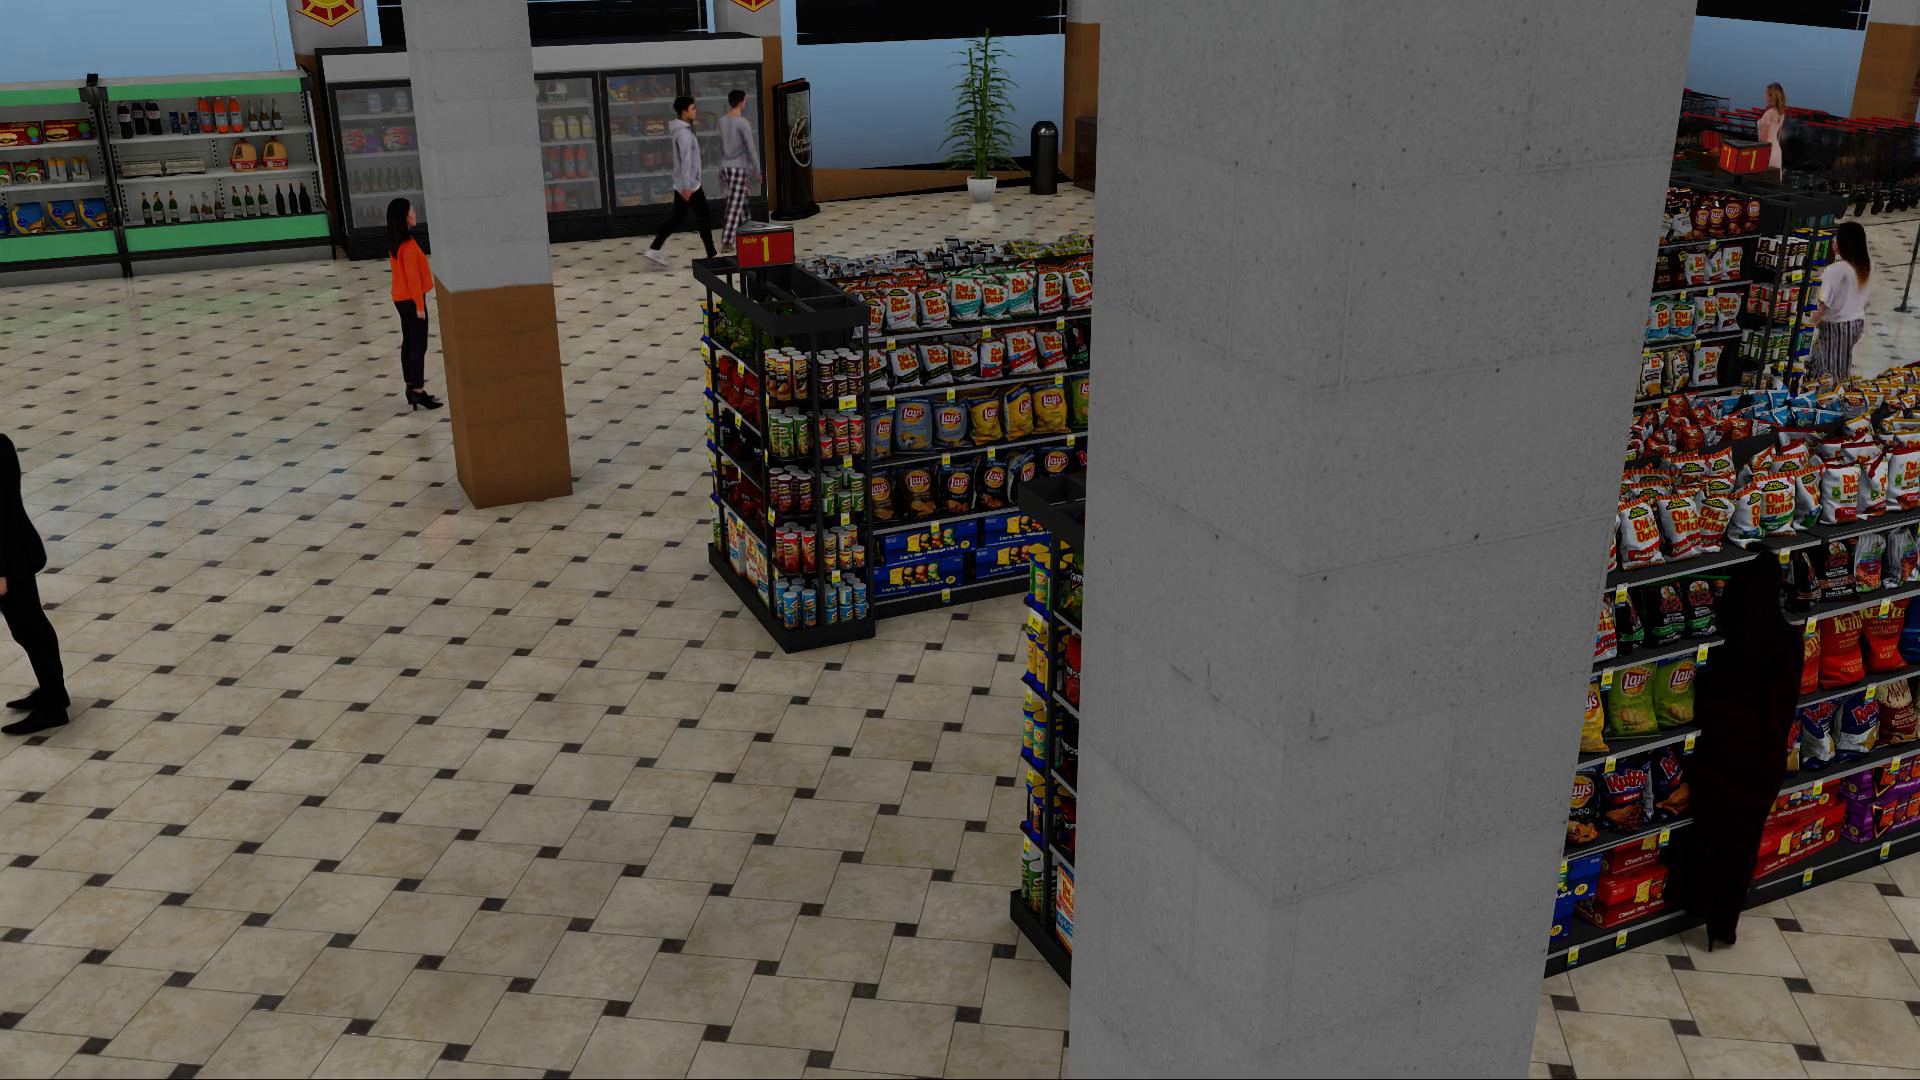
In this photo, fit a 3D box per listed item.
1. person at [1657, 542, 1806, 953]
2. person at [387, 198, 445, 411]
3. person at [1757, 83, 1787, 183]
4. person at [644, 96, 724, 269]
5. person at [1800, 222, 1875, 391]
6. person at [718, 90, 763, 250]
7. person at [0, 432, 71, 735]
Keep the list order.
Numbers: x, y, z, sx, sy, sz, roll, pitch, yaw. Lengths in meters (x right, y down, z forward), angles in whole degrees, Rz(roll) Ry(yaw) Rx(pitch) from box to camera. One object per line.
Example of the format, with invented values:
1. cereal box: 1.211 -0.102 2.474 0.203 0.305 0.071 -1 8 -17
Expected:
1. person: 3.098 0.842 6.771 0.735 1.758 0.749 -20 30 -41
2. person: -4.540 -1.950 13.734 0.583 1.747 0.640 -13 25 -29
3. person: 9.966 -4.615 20.350 1.107 1.760 0.714 -11 24 -25
4. person: -3.129 -3.935 18.486 1.284 1.888 0.826 -6 23 -15
5. person: 6.998 -1.643 13.102 0.894 1.648 0.817 -13 26 -30
6. person: -2.694 -4.315 19.525 0.942 1.817 1.144 17 27 36
7. person: -4.883 0.069 8.525 0.583 1.884 0.677 -10 24 -24
